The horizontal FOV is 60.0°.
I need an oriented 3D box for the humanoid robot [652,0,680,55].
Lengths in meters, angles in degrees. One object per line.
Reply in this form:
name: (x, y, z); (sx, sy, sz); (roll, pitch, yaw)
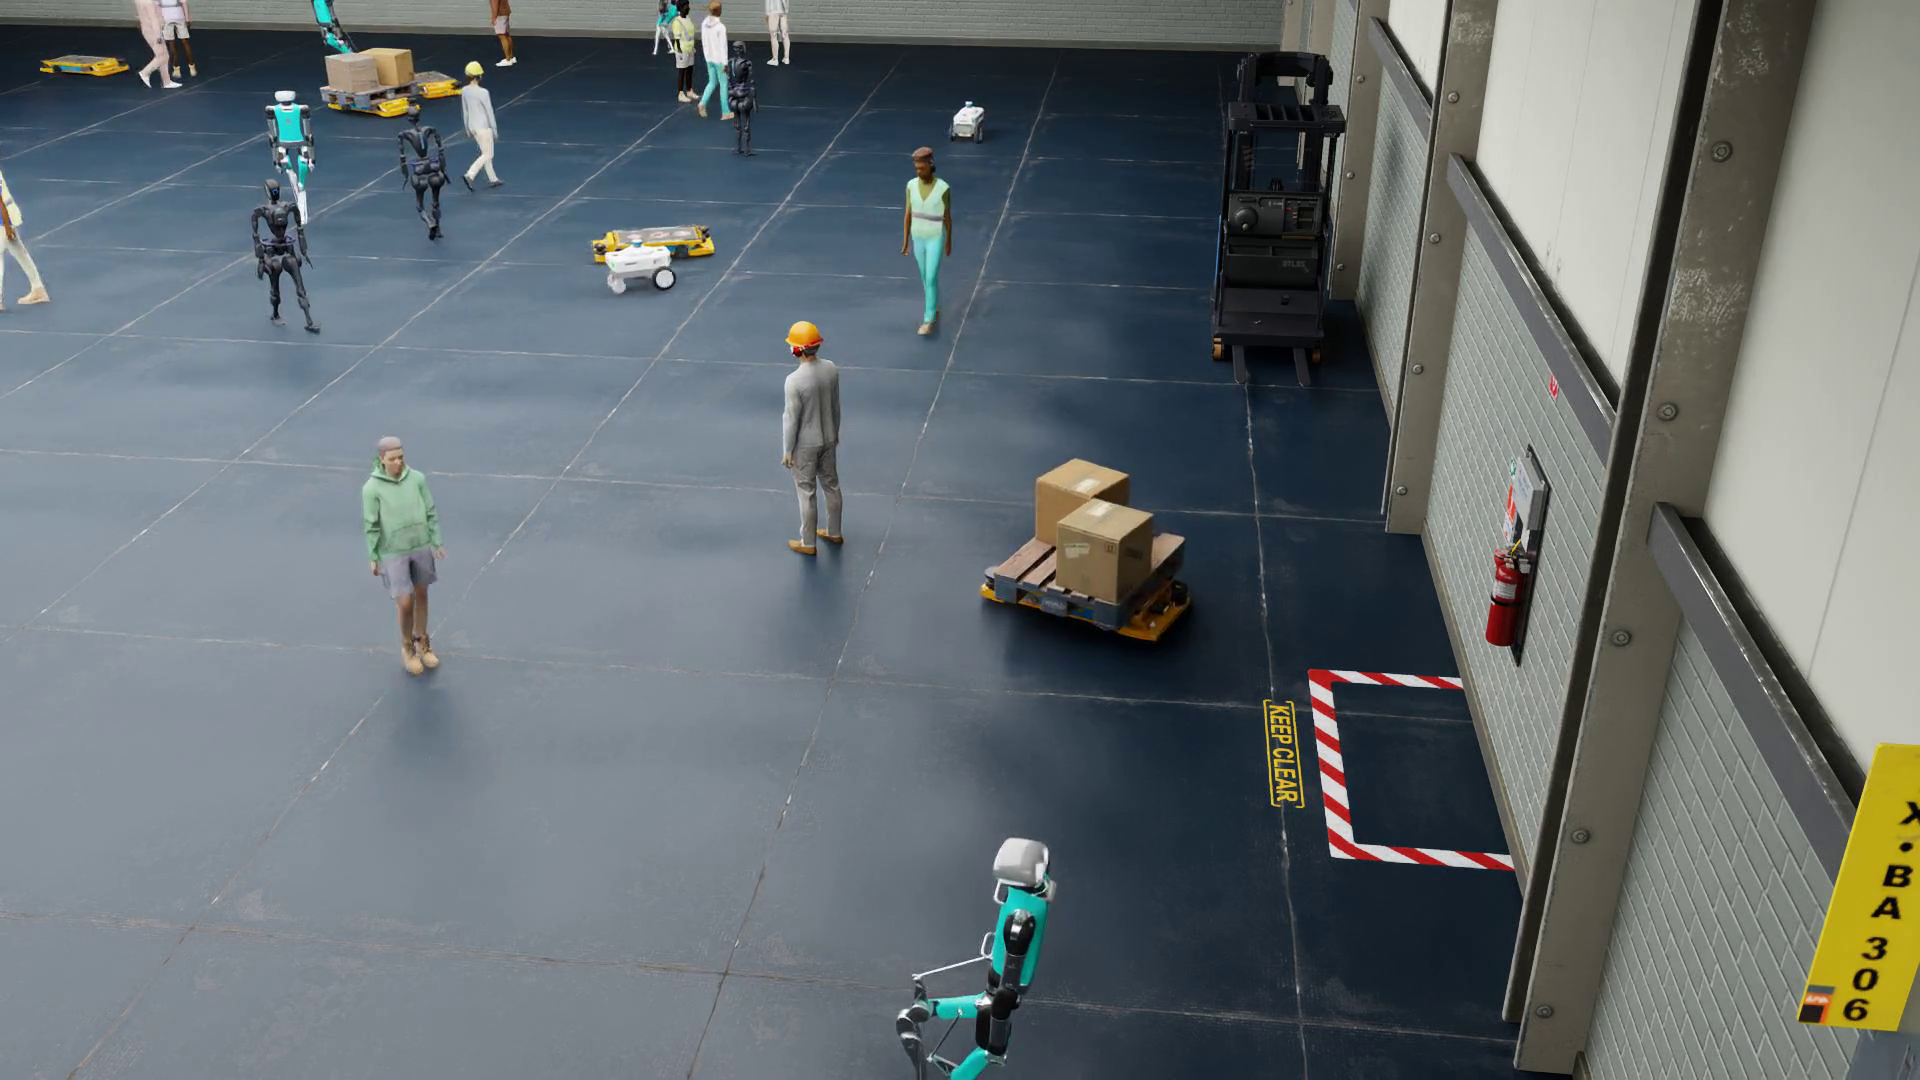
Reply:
humanoid robot: (-5.660, -10.192, 31.853); (0.589, 1.778, 0.871); (-23, 35, -38)

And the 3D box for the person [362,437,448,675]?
person: (-3.725, 0.117, 11.264); (0.506, 1.727, 0.471); (-22, 34, -37)

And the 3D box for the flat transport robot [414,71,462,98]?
flat transport robot: (-9.240, -7.944, 28.998); (0.659, 0.231, 1.431); (-18, 32, -32)

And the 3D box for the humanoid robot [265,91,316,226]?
humanoid robot: (-8.563, -4.945, 21.425); (0.555, 1.752, 1.042); (-9, 28, -17)

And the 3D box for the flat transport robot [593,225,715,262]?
flat transport robot: (-3.761, -3.629, 20.383); (1.431, 0.231, 0.659); (-6, 27, -12)

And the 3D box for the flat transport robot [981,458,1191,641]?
flat transport robot: (0.935, 0.379, 12.383); (1.431, 0.231, 0.659); (14, 30, 26)

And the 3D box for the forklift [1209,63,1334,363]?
forklift: (3.241, -3.477, 17.183); (1.129, 2.768, 1.873); (3, 27, 6)

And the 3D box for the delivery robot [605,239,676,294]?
delivery robot: (-3.669, -3.148, 19.126); (0.811, 0.613, 0.499); (-11, 29, -21)

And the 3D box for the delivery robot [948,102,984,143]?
delivery robot: (0.132, -6.460, 25.706); (0.499, 0.586, 0.773); (6, 27, 12)

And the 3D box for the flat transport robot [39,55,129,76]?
flat transport robot: (-16.075, -8.699, 30.505); (1.431, 0.231, 0.659); (8, 28, 16)

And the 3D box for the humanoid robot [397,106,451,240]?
humanoid robot: (-6.609, -4.540, 20.629); (0.601, 1.639, 0.510); (-17, 31, -30)

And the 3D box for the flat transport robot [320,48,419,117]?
flat transport robot: (-9.728, -7.246, 27.604); (1.431, 0.231, 0.659); (15, 30, 27)

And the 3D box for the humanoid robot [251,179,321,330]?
humanoid robot: (-7.215, -3.032, 17.674); (0.587, 1.618, 0.791); (-24, 35, -39)

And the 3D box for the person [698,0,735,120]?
person: (-3.916, -7.669, 26.623); (0.505, 1.902, 0.636); (17, 31, 30)

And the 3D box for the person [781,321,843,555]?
person: (-1.153, -0.788, 12.913); (0.376, 1.890, 0.569); (23, 35, 38)

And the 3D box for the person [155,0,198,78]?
person: (-14.148, -9.355, 29.850); (0.607, 2.031, 0.406); (-15, 30, -28)

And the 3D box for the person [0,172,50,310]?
person: (-10.655, -3.445, 18.240); (0.882, 1.858, 0.565); (-14, 30, -25)

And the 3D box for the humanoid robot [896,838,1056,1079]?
humanoid robot: (0.020, 2.062, 7.427); (1.035, 1.753, 0.541); (5, 27, 10)

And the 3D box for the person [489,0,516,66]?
person: (-8.540, -9.766, 30.884); (0.419, 1.844, 0.796); (0, 27, 0)

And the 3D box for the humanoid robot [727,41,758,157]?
humanoid robot: (-3.242, -6.533, 24.625); (0.609, 1.653, 0.410); (21, 34, 36)

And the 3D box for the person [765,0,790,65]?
person: (-3.387, -9.787, 30.884); (0.499, 1.876, 0.401); (-17, 31, -30)

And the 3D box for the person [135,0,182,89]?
person: (-14.039, -8.770, 28.844); (0.601, 1.881, 0.666); (-18, 32, -31)

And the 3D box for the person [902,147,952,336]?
person: (-0.389, -3.144, 17.545); (0.483, 1.941, 0.910); (11, 29, 20)

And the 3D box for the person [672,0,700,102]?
person: (-4.631, -8.259, 28.039); (0.321, 1.688, 0.528); (10, 28, 19)

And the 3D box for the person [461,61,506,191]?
person: (-6.606, -5.651, 22.769); (0.530, 1.745, 0.707); (20, 33, 34)

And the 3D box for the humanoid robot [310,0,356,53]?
humanoid robot: (-10.864, -8.801, 29.155); (0.547, 1.849, 0.780); (17, 31, 30)
